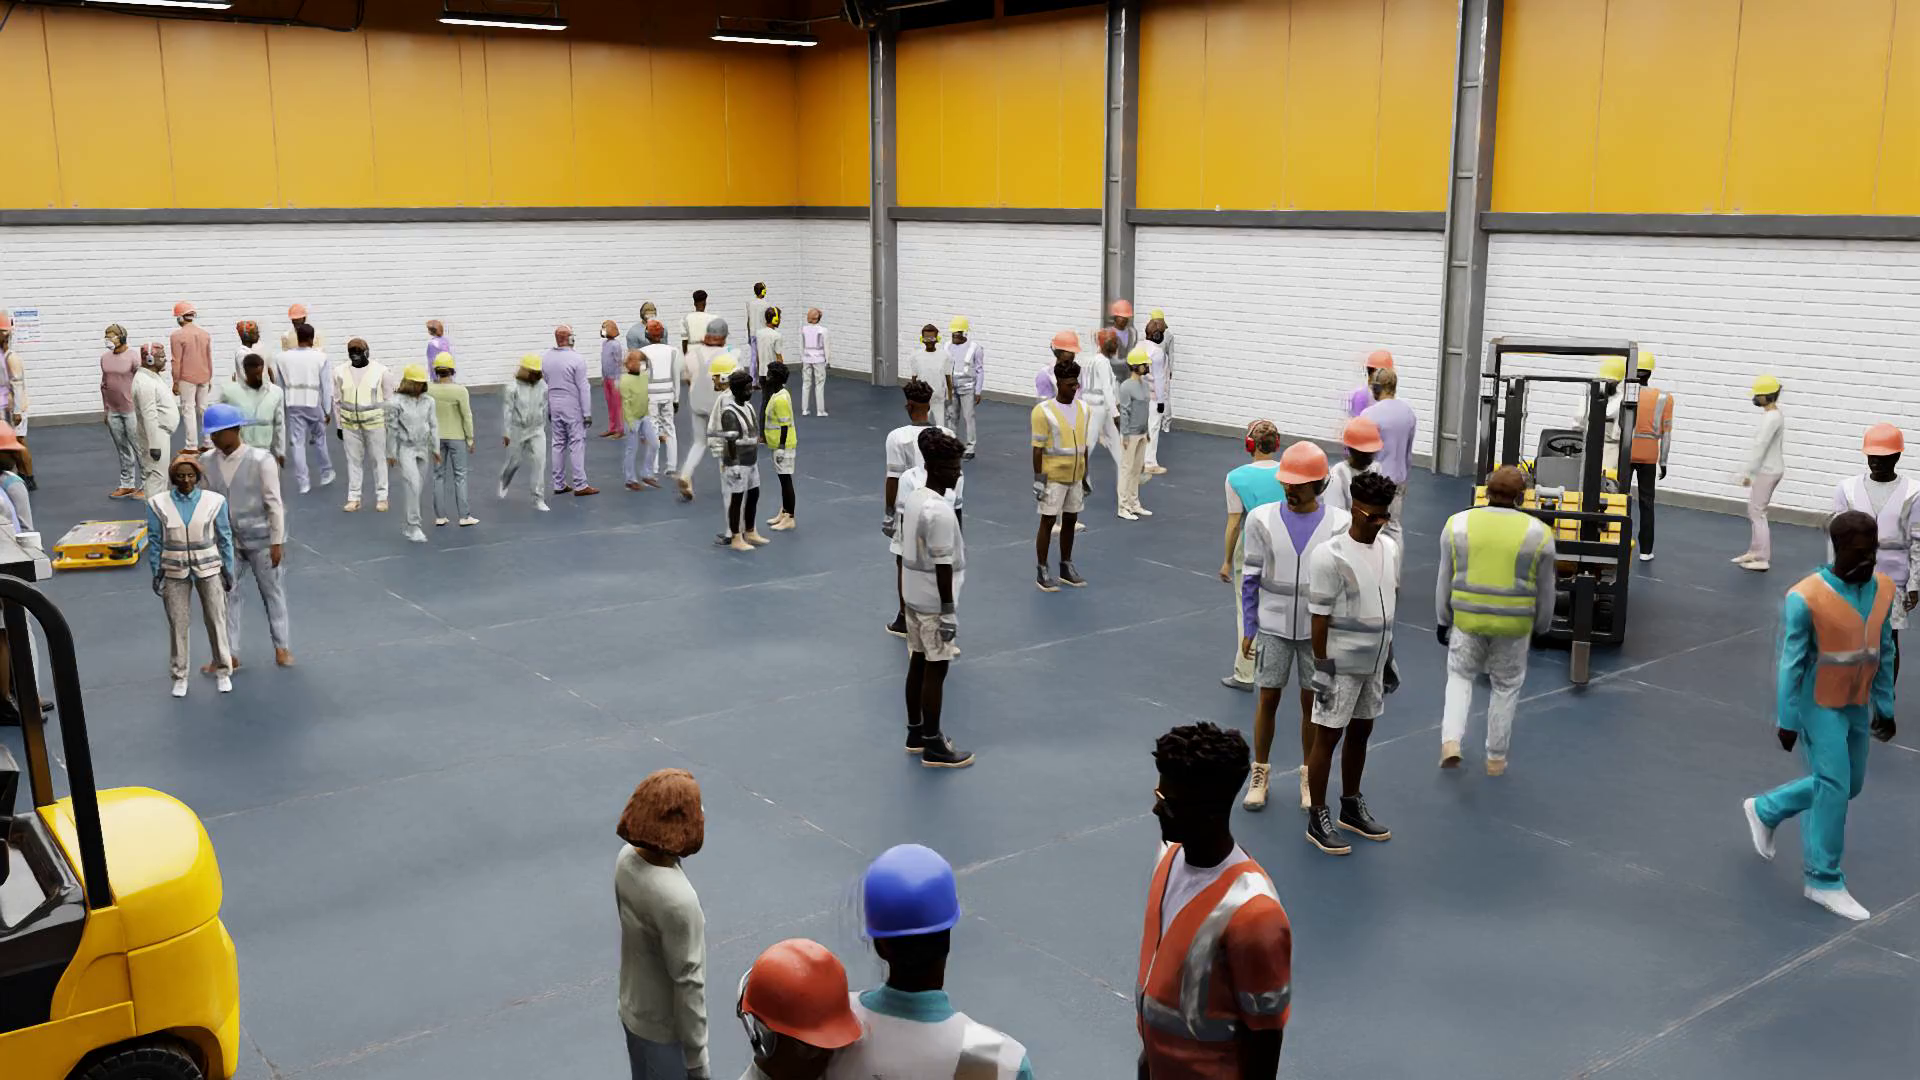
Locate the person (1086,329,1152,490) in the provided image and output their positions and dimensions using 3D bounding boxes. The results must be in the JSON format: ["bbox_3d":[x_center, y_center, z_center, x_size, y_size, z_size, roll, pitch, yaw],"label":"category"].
[{"bbox_3d":[1.670,-1.443,18.705,0.986,1.827,0.585,2,12,7],"label":"person"}]

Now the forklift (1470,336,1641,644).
[{"bbox_3d":[4.683,-0.471,13.136,1.214,2.155,2.313,4,12,20],"label":"forklift"}]

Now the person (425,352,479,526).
[{"bbox_3d":[-5.154,-1.012,16.784,0.526,1.772,0.303,2,12,9],"label":"person"}]

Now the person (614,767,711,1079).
[{"bbox_3d":[-0.897,1.483,5.084,0.272,1.627,0.502,-7,14,-31],"label":"person"}]

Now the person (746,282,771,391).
[{"bbox_3d":[-3.435,-3.480,28.497,0.502,1.861,0.328,6,13,26],"label":"person"}]

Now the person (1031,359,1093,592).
[{"bbox_3d":[0.871,-0.552,14.083,0.613,1.962,0.367,-8,14,-35],"label":"person"}]

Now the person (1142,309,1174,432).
[{"bbox_3d":[2.774,-2.380,23.477,0.493,1.733,0.330,-4,12,-18],"label":"person"}]

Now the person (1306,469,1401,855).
[{"bbox_3d":[2.019,0.611,8.486,0.600,1.958,0.379,-8,14,-35],"label":"person"}]

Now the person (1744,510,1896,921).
[{"bbox_3d":[4.092,0.769,7.890,0.602,1.894,0.754,-5,13,-24],"label":"person"}]

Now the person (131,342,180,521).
[{"bbox_3d":[-7.922,-1.005,16.451,0.399,1.900,0.636,-4,12,-20],"label":"person"}]

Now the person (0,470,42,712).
[{"bbox_3d":[-6.144,0.194,10.525,0.618,1.944,0.397,3,12,14],"label":"person"}]

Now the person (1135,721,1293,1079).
[{"bbox_3d":[0.654,1.433,4.494,0.373,1.966,0.607,-4,12,-17],"label":"person"}]

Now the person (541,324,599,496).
[{"bbox_3d":[-4.345,-1.445,18.527,0.646,1.913,0.409,6,13,28],"label":"person"}]

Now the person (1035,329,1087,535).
[{"bbox_3d":[1.016,-1.058,16.387,0.611,2.030,0.410,-11,16,-43],"label":"person"}]

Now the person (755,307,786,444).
[{"bbox_3d":[-2.519,-2.185,22.246,0.523,1.857,0.340,10,16,41],"label":"person"}]

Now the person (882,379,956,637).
[{"bbox_3d":[-0.308,-0.235,12.598,0.616,1.951,0.388,-8,14,-33],"label":"person"}]

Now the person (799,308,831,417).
[{"bbox_3d":[-2.193,-2.677,25.161,0.513,1.632,0.313,5,13,24],"label":"person"}]

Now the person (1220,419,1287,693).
[{"bbox_3d":[2.017,0.114,11.158,0.565,1.846,0.390,-5,13,-21],"label":"person"}]

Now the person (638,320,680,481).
[{"bbox_3d":[-3.553,-1.637,19.529,0.575,1.882,0.354,-9,15,-37],"label":"person"}]

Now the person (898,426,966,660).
[{"bbox_3d":[-0.194,0.025,11.952,0.541,1.696,0.315,-7,13,-29],"label":"person"}]

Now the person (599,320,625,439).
[{"bbox_3d":[-4.802,-2.210,22.889,0.280,1.636,0.500,-9,15,-37],"label":"person"}]

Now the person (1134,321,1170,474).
[{"bbox_3d":[2.301,-1.715,20.023,0.429,1.836,0.633,-4,12,-20],"label":"person"}]

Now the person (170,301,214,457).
[{"bbox_3d":[-9.868,-2.063,21.347,0.413,1.984,0.624,5,13,21],"label":"person"}]

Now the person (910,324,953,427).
[{"bbox_3d":[-0.329,-1.581,19.314,0.505,1.864,0.331,0,12,1],"label":"person"}]

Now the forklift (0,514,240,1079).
[{"bbox_3d":[-3.687,1.115,5.480,2.313,2.155,1.214,-9,15,-36],"label":"forklift"}]

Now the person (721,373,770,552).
[{"bbox_3d":[-2.041,-0.731,15.634,0.334,1.693,0.537,4,12,18],"label":"person"}]

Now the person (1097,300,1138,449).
[{"bbox_3d":[1.981,-2.093,21.427,0.626,2.021,0.744,-9,15,-37],"label":"person"}]

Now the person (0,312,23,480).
[{"bbox_3d":[-10.729,-1.530,18.653,0.407,2.031,0.616,-3,12,-13],"label":"person"}]

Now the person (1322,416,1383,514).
[{"bbox_3d":[2.636,0.082,11.230,0.577,1.877,0.832,-8,14,-33],"label":"person"}]

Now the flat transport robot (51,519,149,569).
[{"bbox_3d":[-7.928,0.018,15.439,0.652,0.197,1.431,-3,12,-17],"label":"flat transport robot"}]

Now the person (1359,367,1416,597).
[{"bbox_3d":[3.493,-0.462,13.756,0.632,1.931,0.382,-9,14,-36],"label":"person"}]
